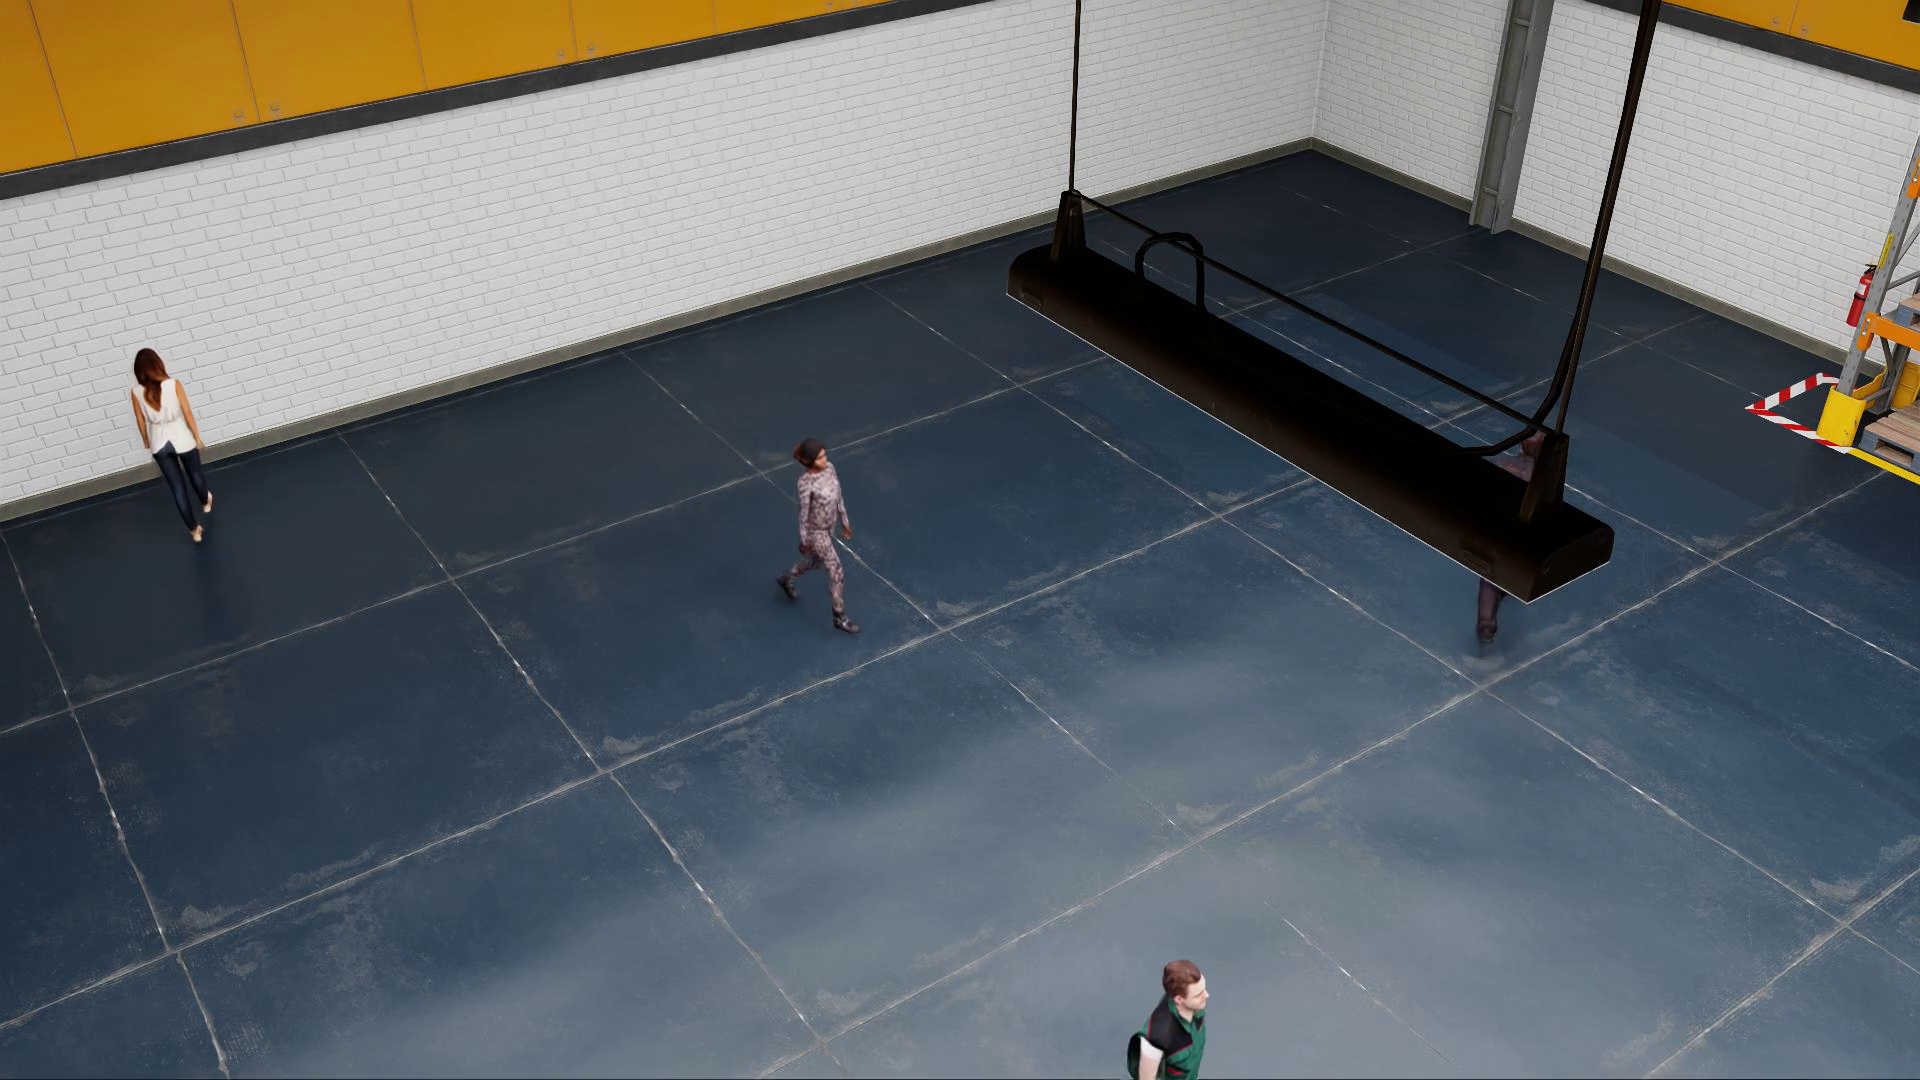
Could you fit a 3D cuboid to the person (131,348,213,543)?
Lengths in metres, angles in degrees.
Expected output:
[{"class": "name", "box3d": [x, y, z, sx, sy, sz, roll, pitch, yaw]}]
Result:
[{"class": "person", "box3d": [-6.698, -0.763, 14.149, 0.767, 1.762, 0.994, -12, 36, -18]}]

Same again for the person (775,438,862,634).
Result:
[{"class": "person", "box3d": [-1.171, -0.082, 13.199, 1.200, 1.680, 0.877, 19, 38, 26]}]

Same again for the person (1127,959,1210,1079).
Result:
[{"class": "person", "box3d": [1.004, 2.837, 8.674, 0.801, 1.827, 0.776, 16, 37, 23]}]

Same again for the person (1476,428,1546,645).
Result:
[{"class": "person", "box3d": [4.271, -0.013, 12.994, 1.212, 1.792, 1.278, 5, 34, 8]}]
